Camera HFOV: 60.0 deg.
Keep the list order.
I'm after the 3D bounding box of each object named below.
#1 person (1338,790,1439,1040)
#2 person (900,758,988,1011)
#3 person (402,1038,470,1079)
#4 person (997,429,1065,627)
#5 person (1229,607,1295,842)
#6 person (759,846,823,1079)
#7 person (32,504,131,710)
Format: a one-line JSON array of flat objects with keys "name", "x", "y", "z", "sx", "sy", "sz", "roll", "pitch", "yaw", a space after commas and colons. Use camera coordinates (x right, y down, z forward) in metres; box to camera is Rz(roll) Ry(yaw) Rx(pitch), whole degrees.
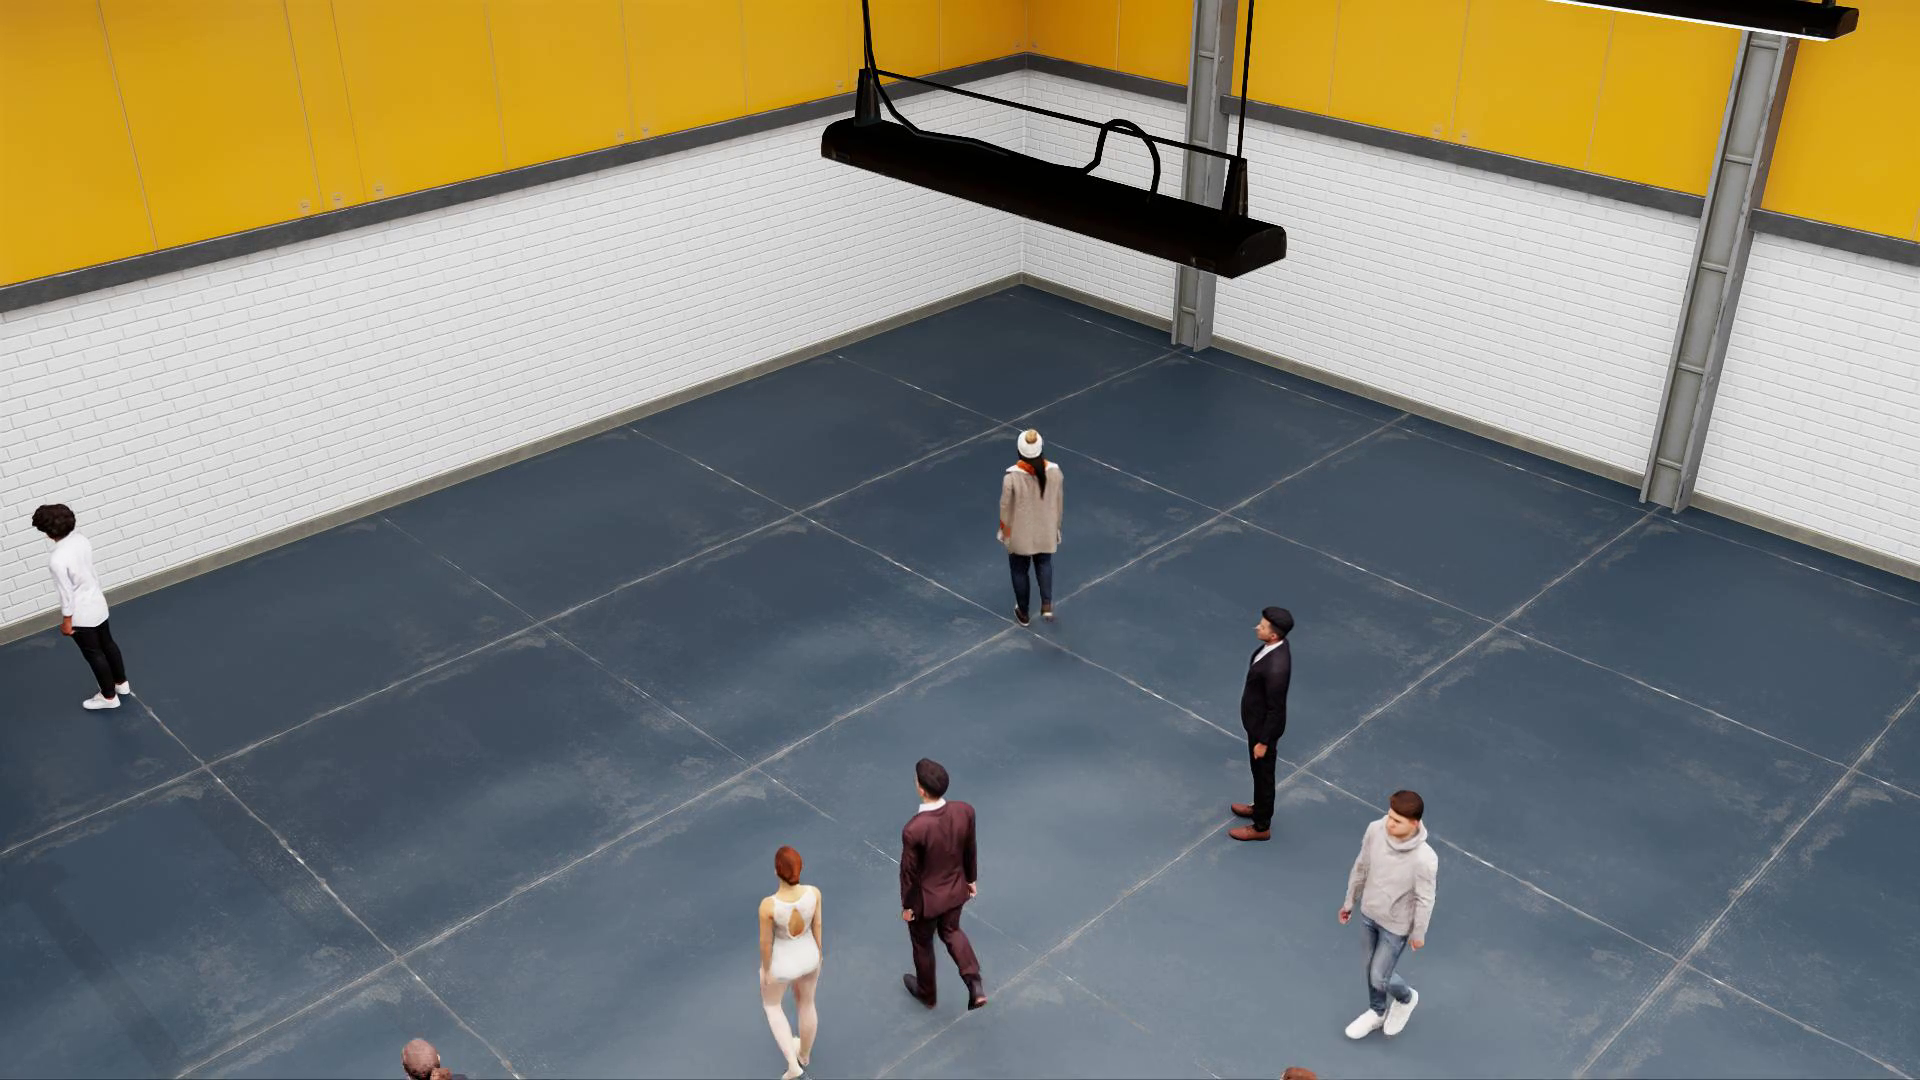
[{"name": "person", "x": 2.644, "y": 2.237, "z": 10.010, "sx": 0.824, "sy": 1.840, "sz": 0.736, "roll": -17, "pitch": 33, "yaw": -28}, {"name": "person", "x": -0.095, "y": 2.172, "z": 10.116, "sx": 0.773, "sy": 1.854, "sz": 0.969, "roll": -19, "pitch": 34, "yaw": -31}, {"name": "person", "x": -2.515, "y": 3.208, "z": 8.351, "sx": 0.601, "sy": 1.725, "sz": 1.063, "roll": -23, "pitch": 36, "yaw": -36}, {"name": "person", "x": 0.619, "y": -0.070, "z": 14.201, "sx": 0.848, "sy": 1.878, "sz": 0.894, "roll": -7, "pitch": 29, "yaw": -12}, {"name": "person", "x": 2.165, "y": 1.280, "z": 11.720, "sx": 0.781, "sy": 1.884, "sz": 0.772, "roll": 5, "pitch": 29, "yaw": 8}, {"name": "person", "x": -0.950, "y": 2.516, "z": 9.712, "sx": 0.659, "sy": 1.636, "sz": 0.761, "roll": -13, "pitch": 31, "yaw": -22}, {"name": "person", "x": -6.953, "y": 0.515, "z": 13.199, "sx": 0.760, "sy": 1.809, "sz": 0.714, "roll": 2, "pitch": 29, "yaw": 4}]
